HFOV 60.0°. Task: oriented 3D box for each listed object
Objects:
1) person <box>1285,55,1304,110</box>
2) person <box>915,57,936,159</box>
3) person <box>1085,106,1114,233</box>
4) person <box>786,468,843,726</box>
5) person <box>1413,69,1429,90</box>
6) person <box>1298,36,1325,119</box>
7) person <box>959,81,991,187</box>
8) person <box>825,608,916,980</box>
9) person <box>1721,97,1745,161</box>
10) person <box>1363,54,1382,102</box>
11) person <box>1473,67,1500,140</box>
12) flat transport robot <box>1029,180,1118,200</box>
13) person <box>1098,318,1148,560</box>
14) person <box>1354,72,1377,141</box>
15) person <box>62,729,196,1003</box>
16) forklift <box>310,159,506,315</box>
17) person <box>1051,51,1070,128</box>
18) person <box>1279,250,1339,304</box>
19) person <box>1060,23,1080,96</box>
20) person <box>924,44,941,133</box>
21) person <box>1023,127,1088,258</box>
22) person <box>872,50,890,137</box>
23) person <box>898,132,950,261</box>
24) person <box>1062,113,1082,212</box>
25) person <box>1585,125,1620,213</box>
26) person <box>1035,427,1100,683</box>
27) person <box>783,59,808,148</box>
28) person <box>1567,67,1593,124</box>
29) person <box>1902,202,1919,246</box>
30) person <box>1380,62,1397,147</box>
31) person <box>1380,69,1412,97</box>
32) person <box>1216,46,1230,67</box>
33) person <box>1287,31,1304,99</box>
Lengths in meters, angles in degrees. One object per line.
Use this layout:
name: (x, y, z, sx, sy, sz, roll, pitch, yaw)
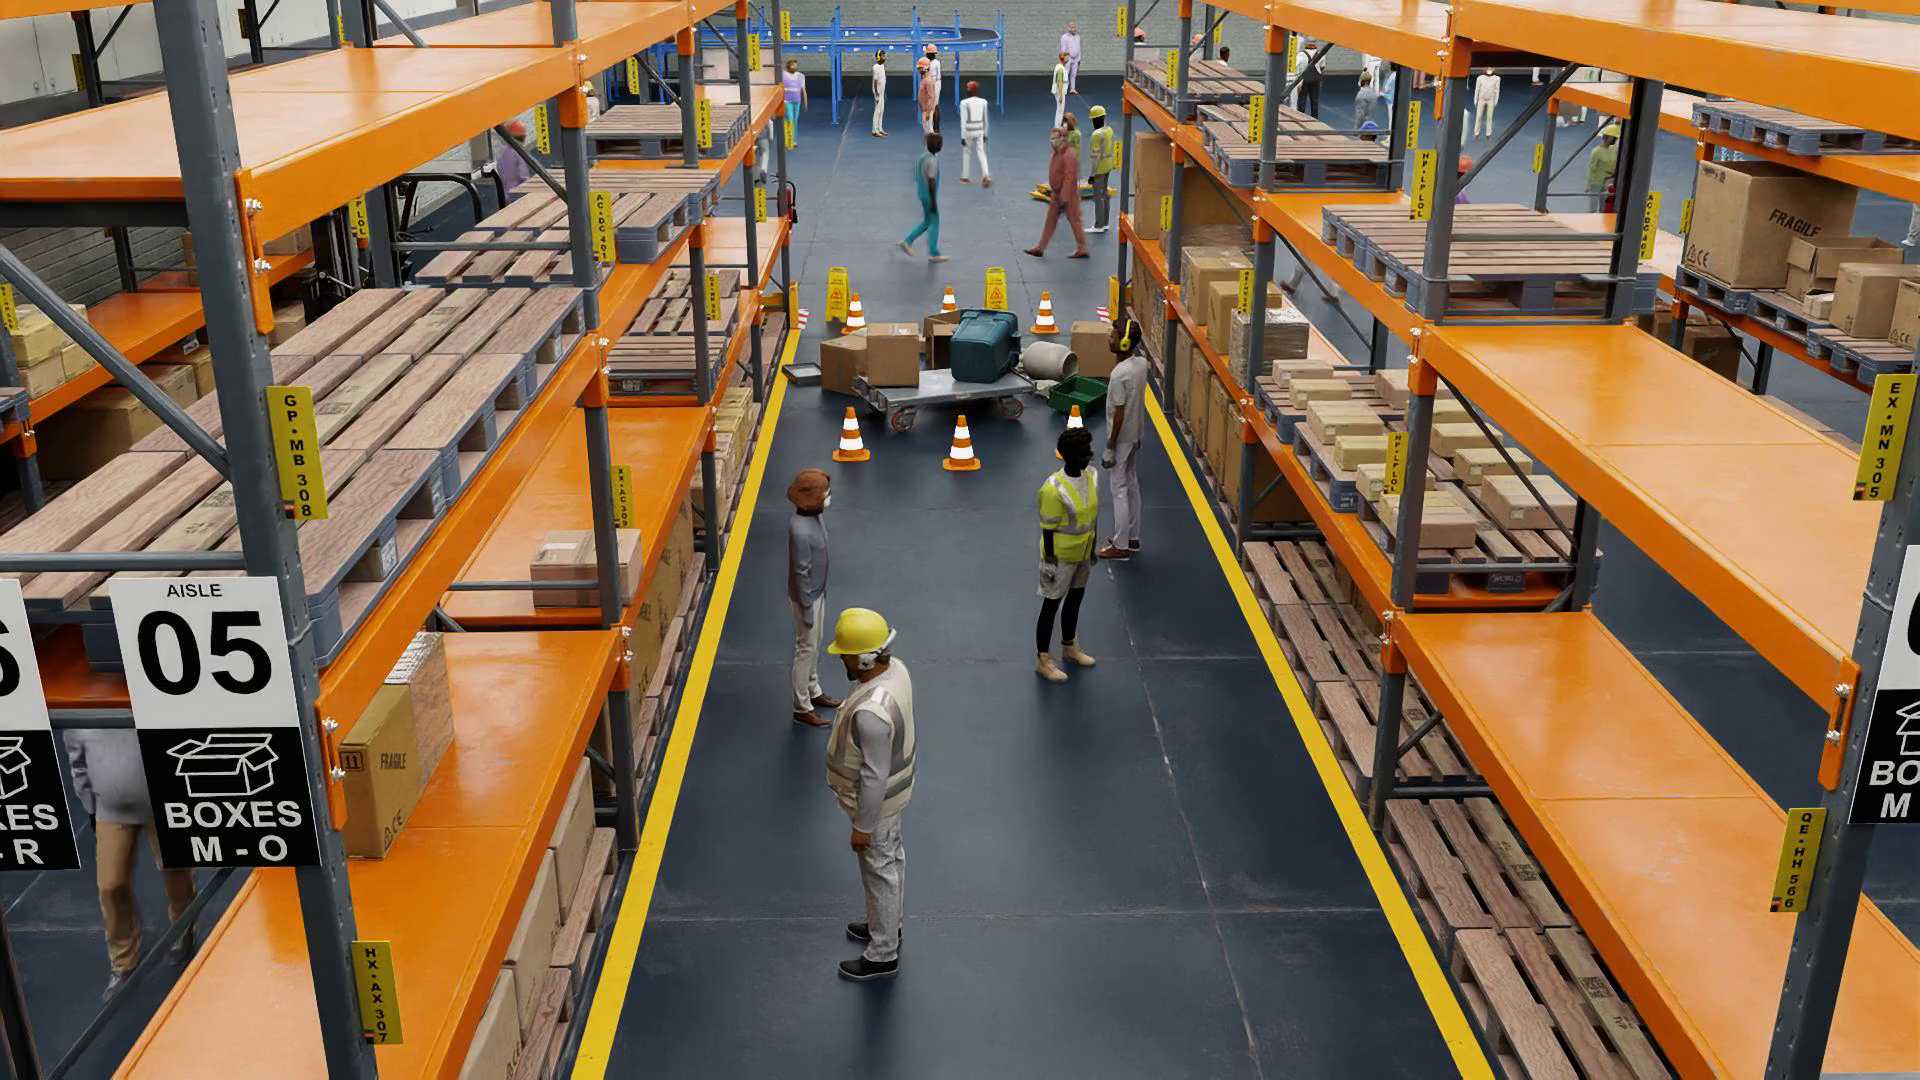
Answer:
person: (7.530, -10.417, 38.015, 0.601, 1.950, 0.383, 8, 22, 20)
person: (-0.683, -8.547, 33.008, 0.396, 1.992, 0.623, -3, 21, -9)
person: (2.133, -5.695, 25.578, 0.379, 1.918, 0.585, 10, 23, 26)
person: (-0.893, 0.340, 10.036, 0.295, 1.623, 0.507, 2, 21, 5)
person: (12.867, -13.448, 46.102, 0.396, 1.900, 0.644, -6, 22, -16)
person: (8.027, -10.591, 38.347, 0.673, 2.000, 0.536, 0, 21, -1)
person: (0.285, -7.312, 29.962, 0.589, 1.852, 0.940, -10, 23, -25)
person: (-0.407, 1.151, 7.613, 0.403, 1.825, 0.586, 2, 21, 5)
person: (15.293, -8.381, 32.673, 0.392, 1.922, 0.593, -15, 25, -35)
person: (10.715, -12.327, 43.152, 0.574, 1.886, 0.360, -13, 24, -31)
person: (11.404, -9.504, 36.053, 0.503, 1.627, 0.274, 6, 21, 15)
flat transport robot: (1.973, -6.099, 28.936, 1.431, 0.197, 0.652, -12, 24, -28)
person: (1.223, -0.766, 12.609, 0.320, 1.876, 0.533, 11, 23, 27)
person: (7.440, -7.633, 30.672, 0.352, 1.937, 0.635, 15, 25, 34)
person: (-3.750, 1.244, 7.518, 0.556, 1.715, 0.703, -3, 21, -7)
forklift: (-5.622, -2.910, 17.832, 2.313, 2.155, 1.214, -1, 21, -1)
person: (2.209, -9.807, 36.572, 0.400, 1.832, 0.574, 2, 21, 5)
person: (4.533, -3.987, 21.102, 0.659, 1.885, 0.997, -11, 23, -27)
person: (2.995, -12.939, 44.761, 0.642, 1.899, 0.395, -15, 26, -35)
person: (-0.611, -10.007, 36.945, 0.362, 1.939, 0.542, 4, 21, 10)
person: (1.389, -4.898, 23.557, 0.992, 1.849, 0.654, -7, 22, -19)
person: (-1.753, -9.805, 36.532, 0.329, 1.861, 0.502, 6, 21, 14)
person: (-0.491, -4.811, 23.373, 0.613, 1.830, 0.520, -5, 21, -12)
person: (1.795, -6.163, 27.225, 0.283, 1.628, 0.509, -15, 26, -35)
person: (9.529, -5.288, 24.734, 0.535, 1.751, 0.383, -15, 26, -35)
person: (0.694, 0.080, 10.635, 0.322, 1.690, 0.532, 17, 26, 37)
person: (-3.456, -9.121, 34.790, 0.576, 1.806, 0.865, -11, 23, -27)
person: (14.476, -10.516, 38.731, 0.501, 1.626, 0.292, -8, 22, -21)
person: (14.313, -5.220, 24.578, 0.485, 1.737, 0.321, 2, 21, 4)
person: (9.122, -9.218, 35.005, 0.429, 1.838, 0.620, 2, 21, 6)
person: (11.676, -12.779, 44.374, 1.002, 1.878, 0.598, -11, 24, -28)
person: (5.743, -9.926, 36.782, 0.407, 1.907, 0.597, -5, 21, -13)
person: (8.829, -12.654, 43.935, 0.665, 1.954, 0.399, -6, 22, -16)
